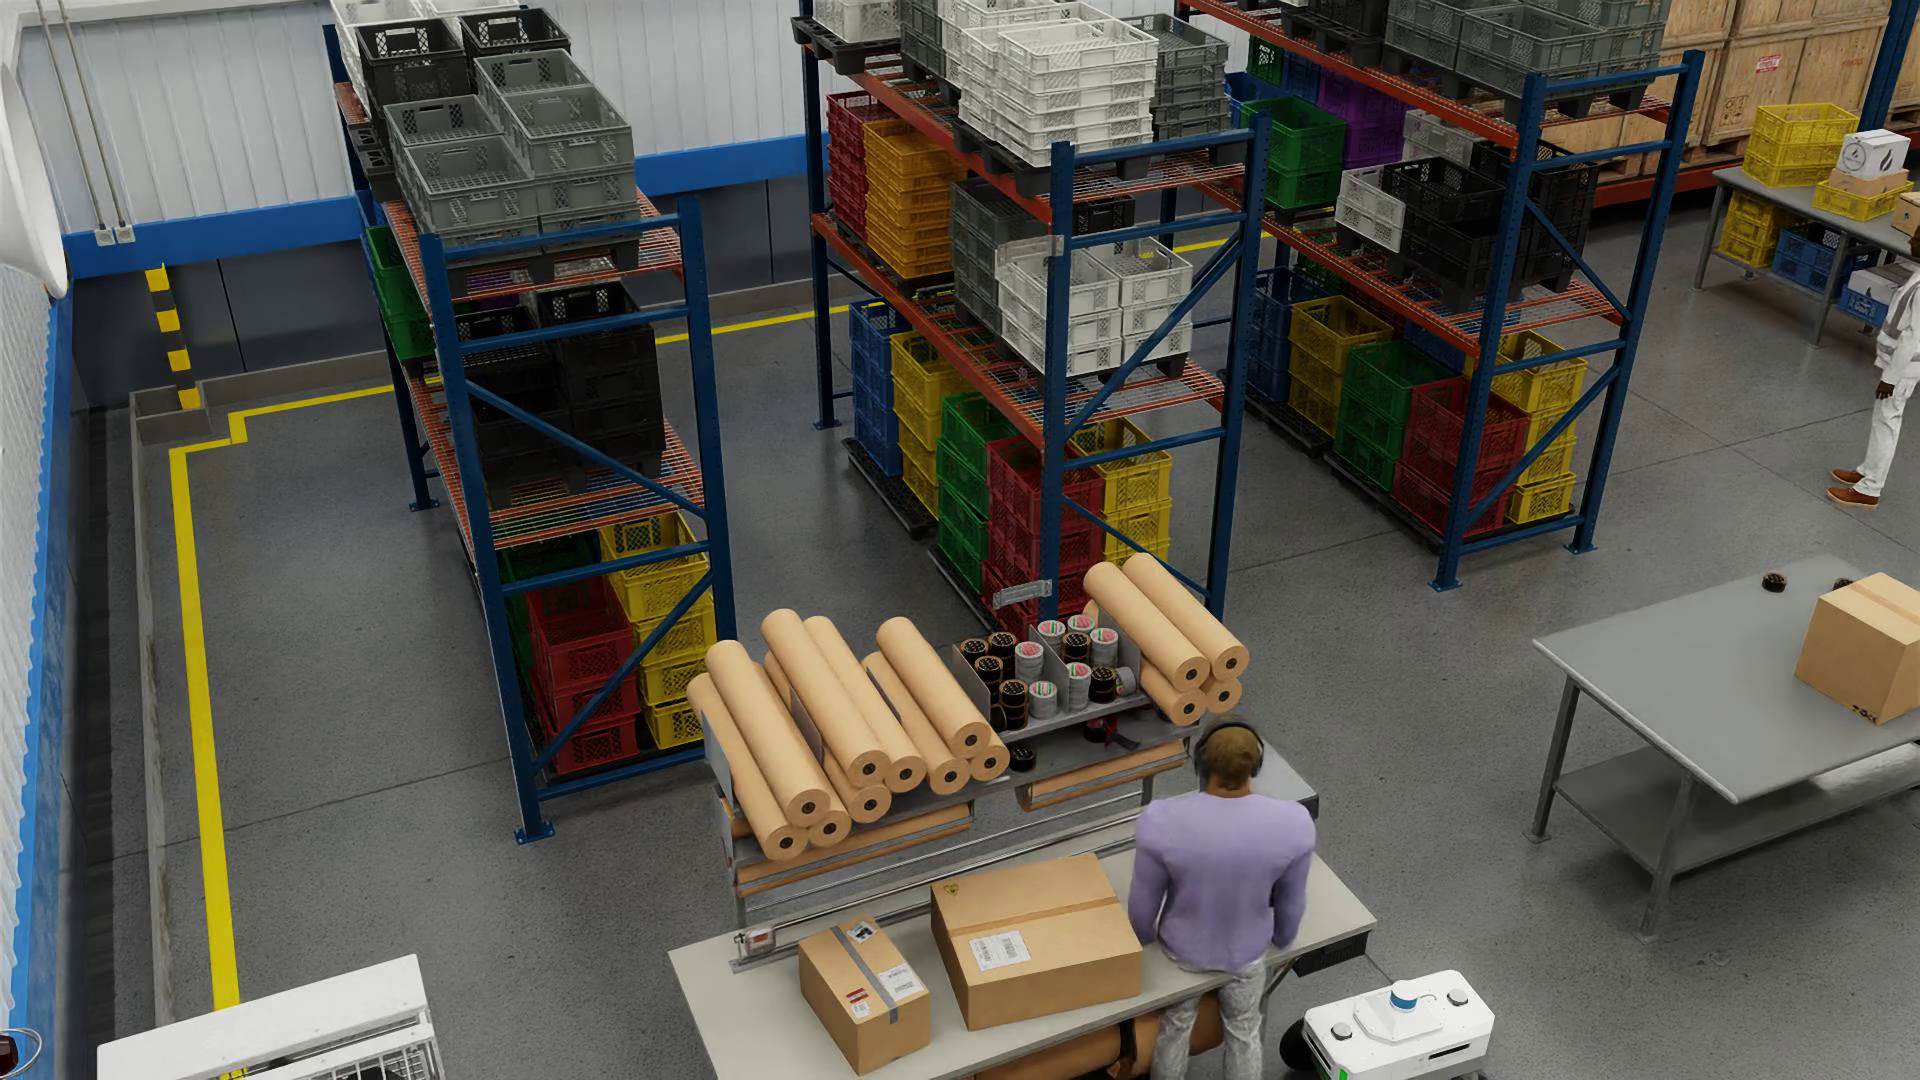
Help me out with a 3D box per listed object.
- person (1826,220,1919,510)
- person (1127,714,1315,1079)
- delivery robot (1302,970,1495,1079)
[{"bbox_3d":[5.757,-1.088,10.194,0.357,1.880,0.566,18,36,26],"label":"person"},{"bbox_3d":[0.915,1.447,6.027,0.632,1.931,0.368,1,32,2],"label":"person"},{"bbox_3d":[1.702,1.920,6.471,0.707,0.478,0.477,-10,33,-16],"label":"delivery robot"}]
